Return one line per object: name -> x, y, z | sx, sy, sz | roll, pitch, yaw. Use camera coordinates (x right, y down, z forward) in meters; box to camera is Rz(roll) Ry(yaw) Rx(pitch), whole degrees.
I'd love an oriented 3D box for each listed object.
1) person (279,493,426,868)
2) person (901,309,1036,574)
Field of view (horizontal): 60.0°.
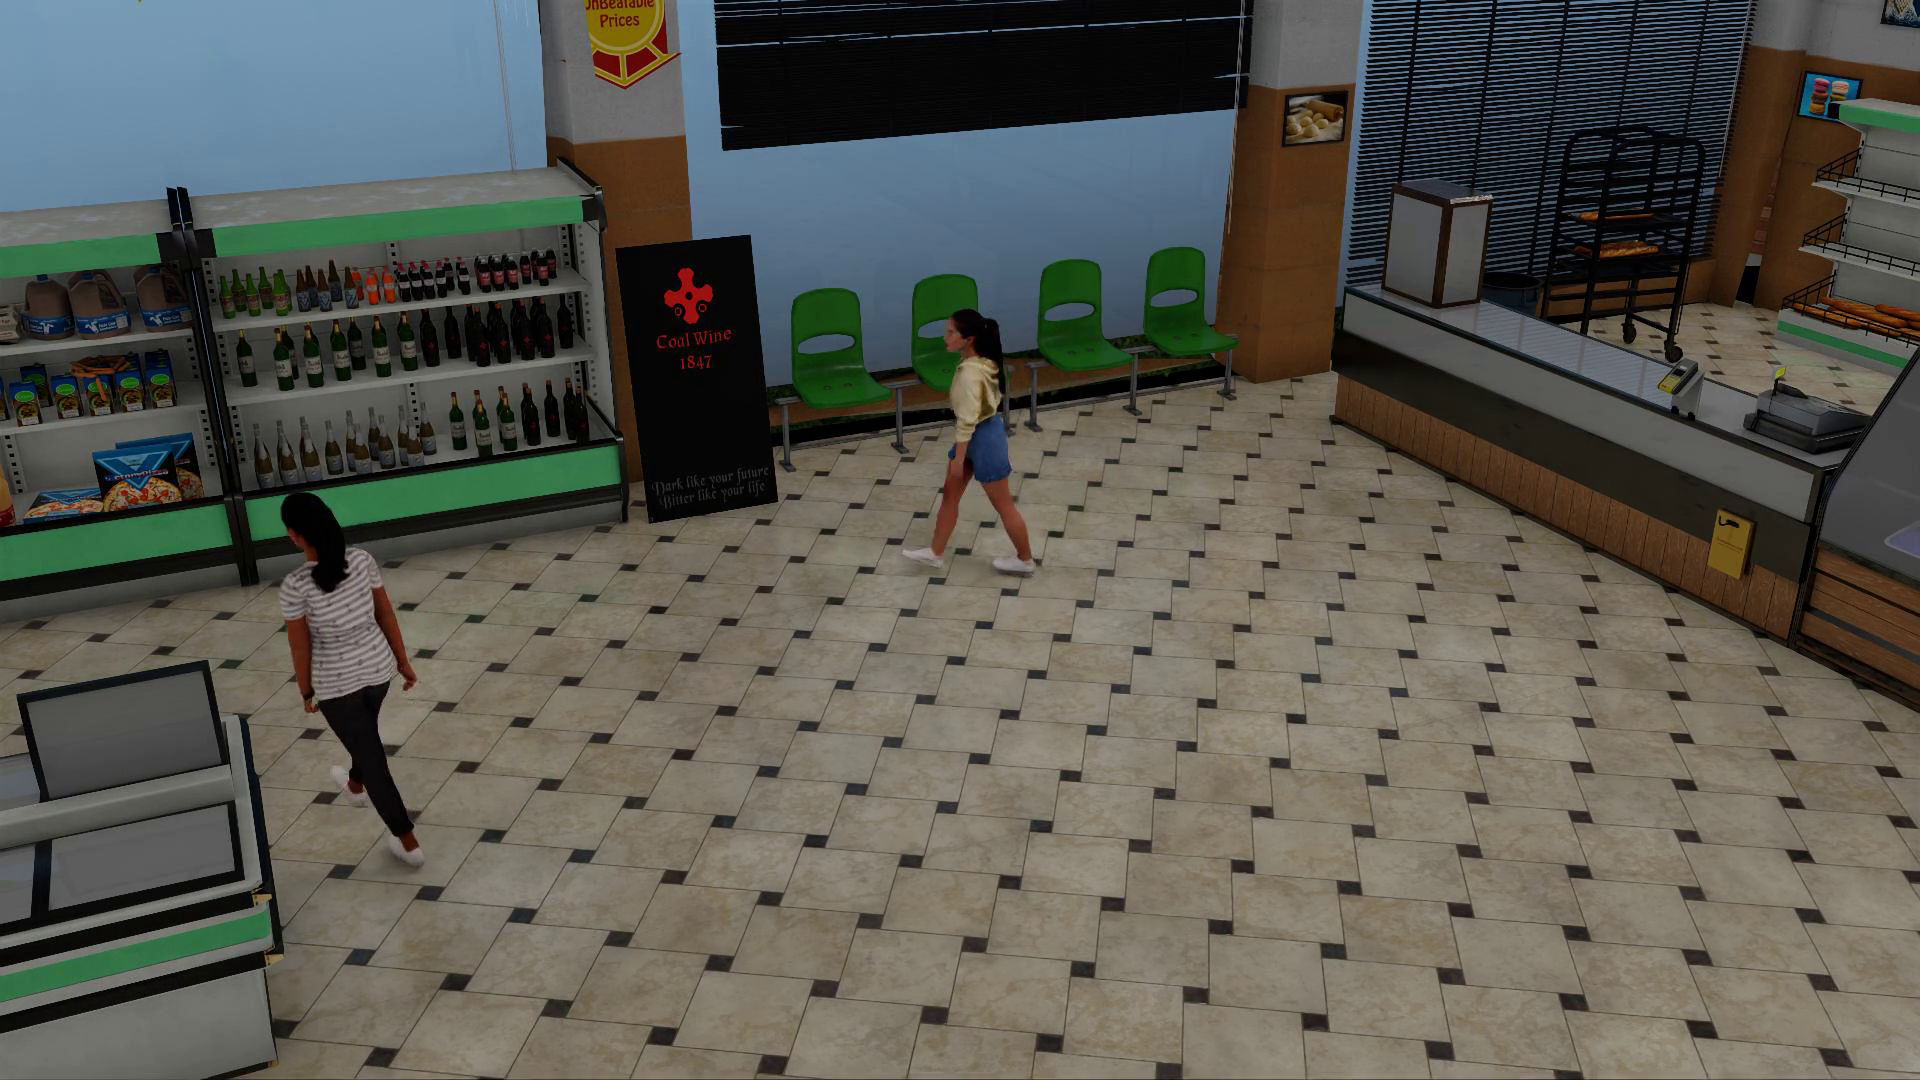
person -> -2.405, 0.610, 6.731 | 0.961, 1.602, 1.050 | 21, 31, 39
person -> 0.189, -0.513, 9.326 | 1.122, 1.579, 0.946 | 4, 24, 9
